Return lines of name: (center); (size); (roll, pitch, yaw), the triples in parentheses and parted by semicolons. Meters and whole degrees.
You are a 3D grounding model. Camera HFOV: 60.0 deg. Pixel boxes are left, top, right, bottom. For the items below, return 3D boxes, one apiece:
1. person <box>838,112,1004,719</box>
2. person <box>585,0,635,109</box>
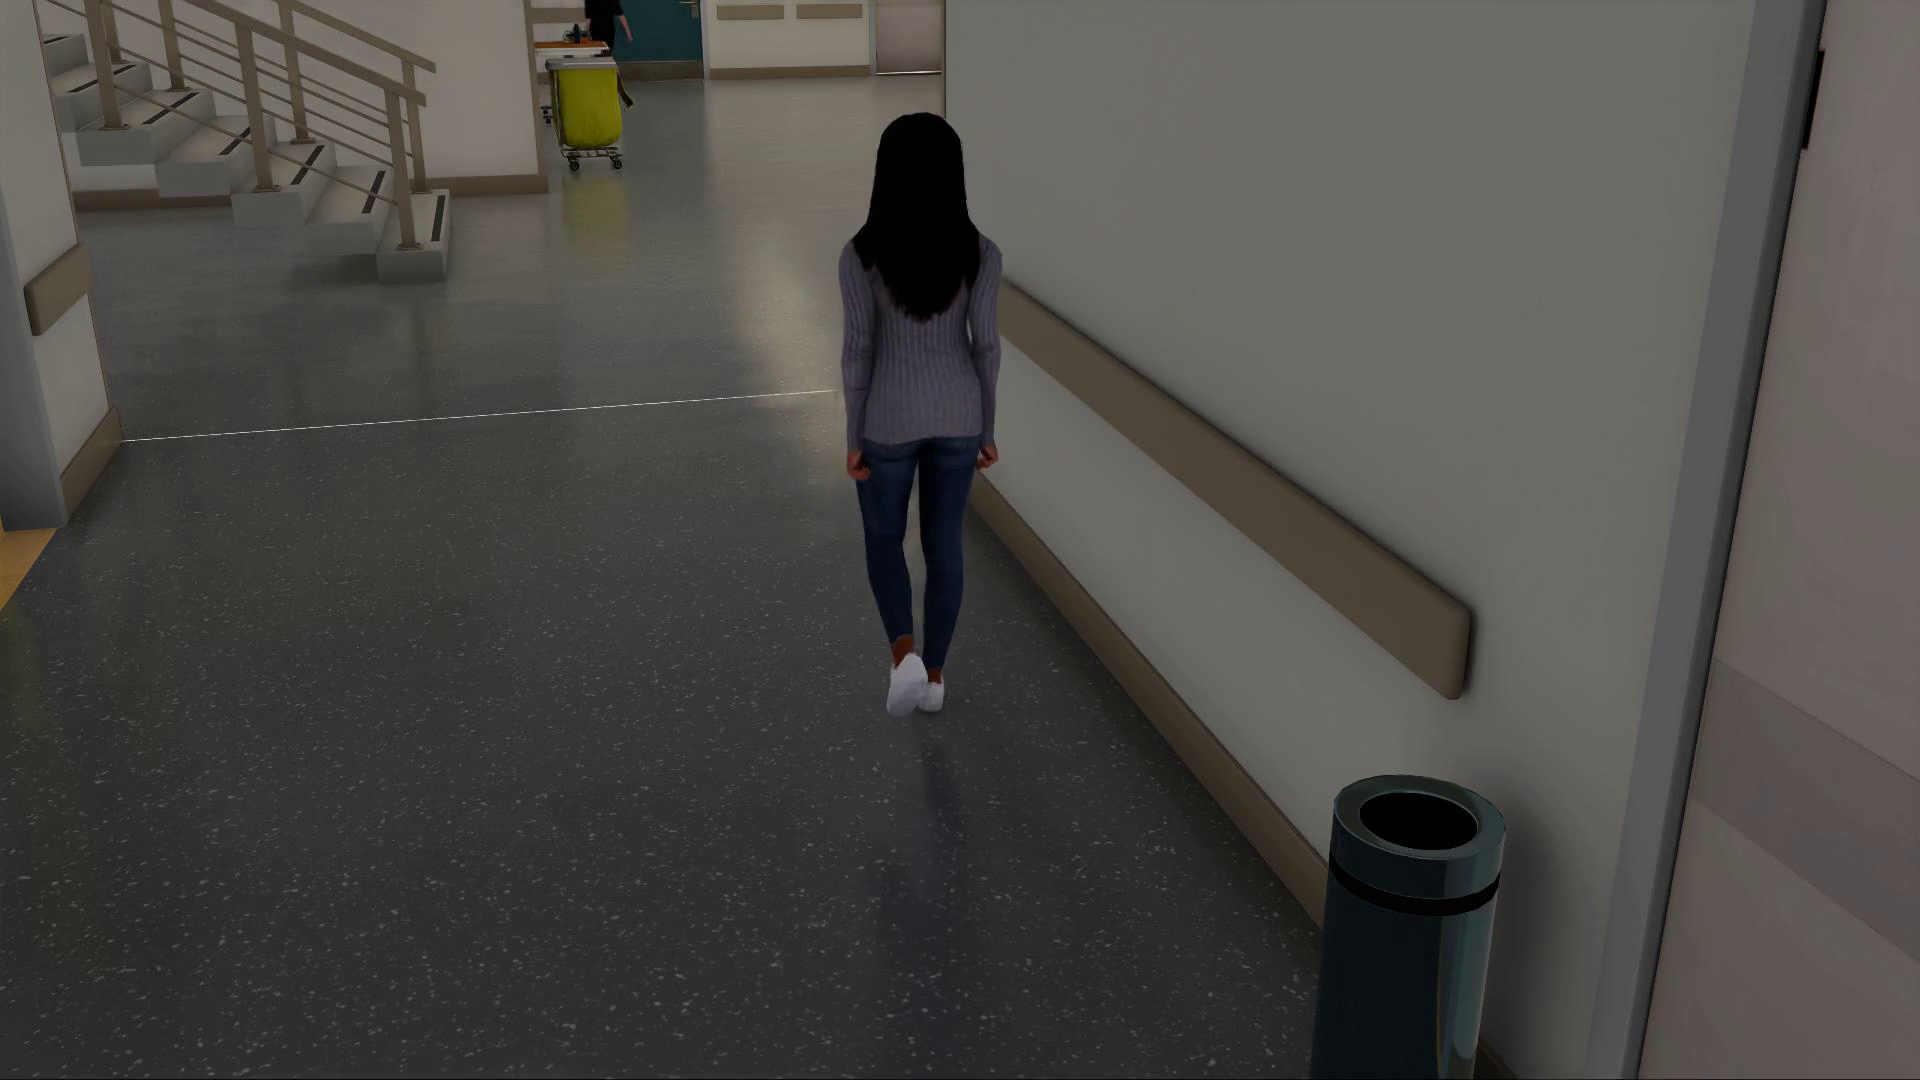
person: (-0.092, -0.276, 4.580); (0.790, 1.725, 0.719); (-3, 21, -8)
person: (-4.226, -5.878, 19.458); (1.085, 1.664, 1.078); (15, 25, 34)
